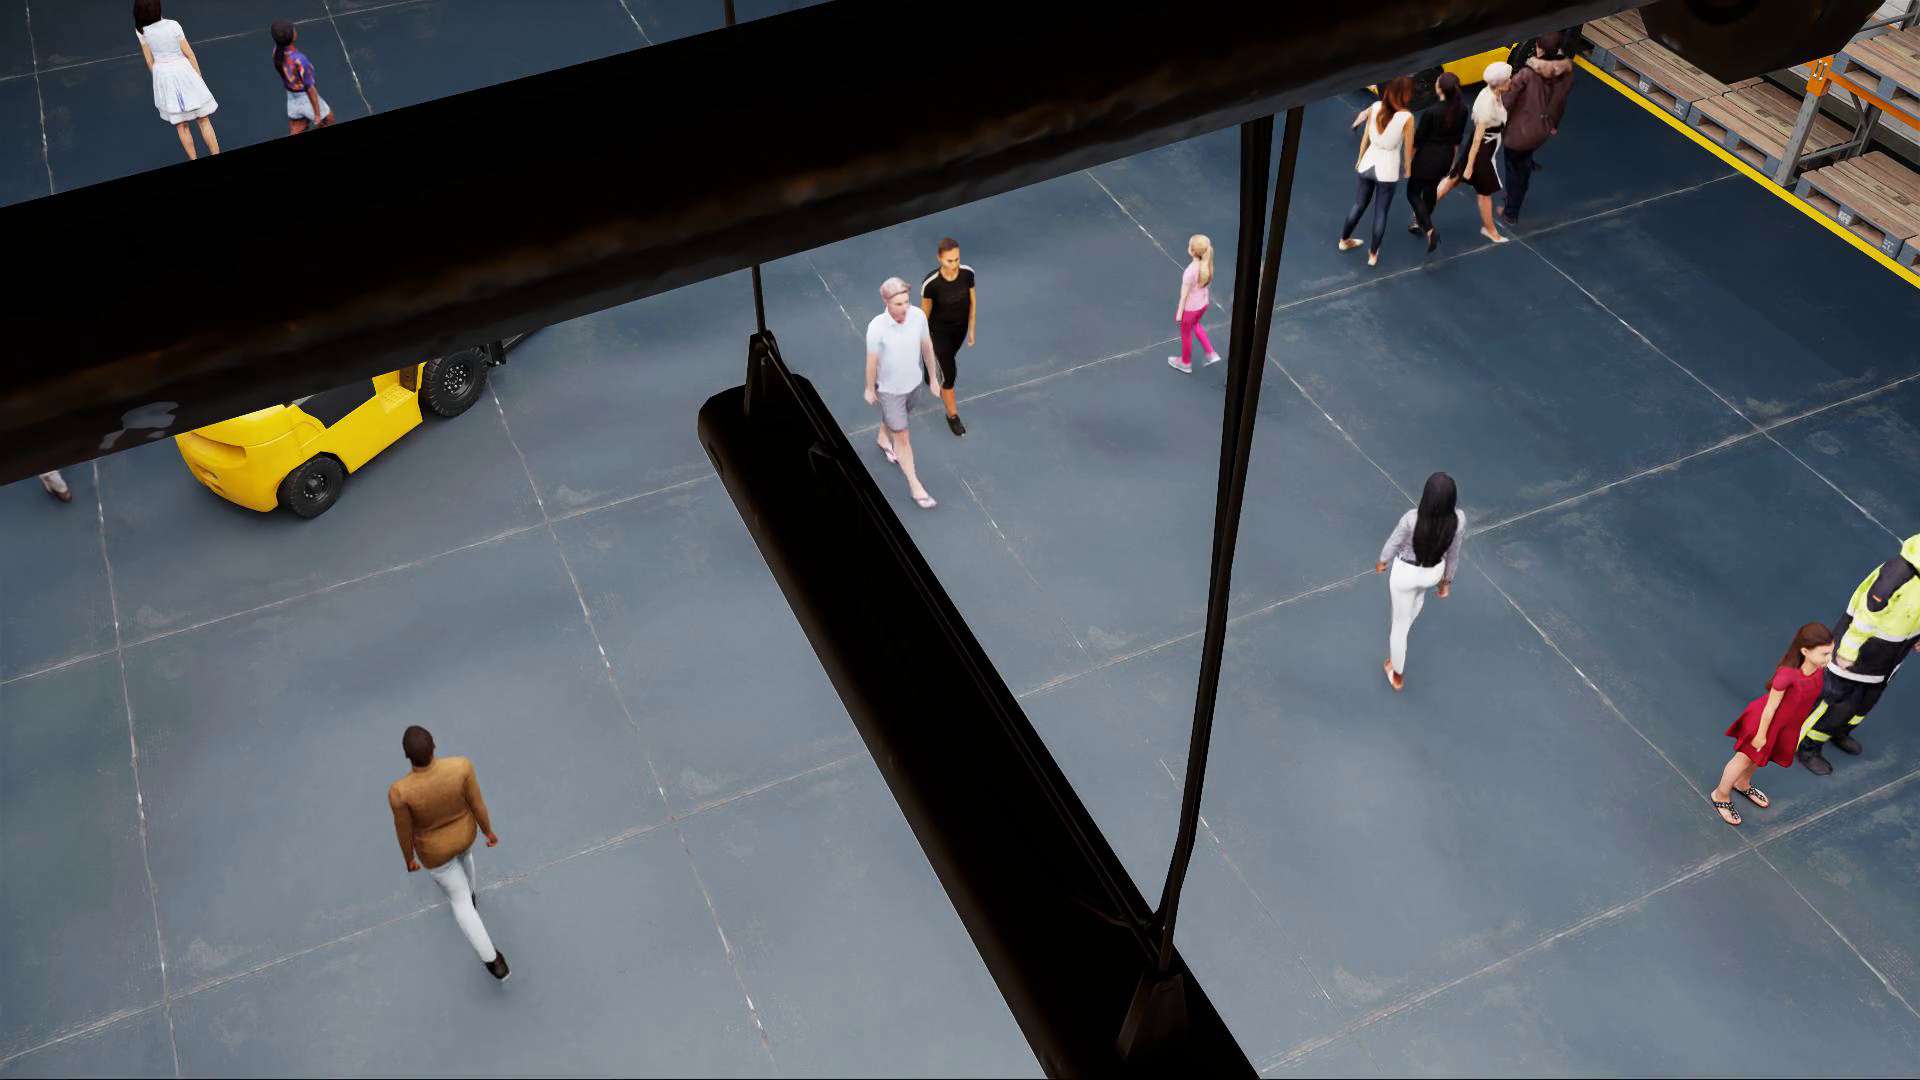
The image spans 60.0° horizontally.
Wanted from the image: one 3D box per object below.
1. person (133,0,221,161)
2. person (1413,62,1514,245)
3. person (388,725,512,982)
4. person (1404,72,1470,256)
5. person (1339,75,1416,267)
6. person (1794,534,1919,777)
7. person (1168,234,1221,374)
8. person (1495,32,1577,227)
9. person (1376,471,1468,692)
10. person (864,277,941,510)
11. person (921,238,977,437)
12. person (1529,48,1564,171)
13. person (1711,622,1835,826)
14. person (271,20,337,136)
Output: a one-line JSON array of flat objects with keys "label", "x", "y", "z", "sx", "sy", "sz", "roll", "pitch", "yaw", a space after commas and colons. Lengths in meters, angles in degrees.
[{"label": "person", "x": -7.174, "y": -4.181, "z": 15.280, "sx": 0.753, "sy": 1.817, "sz": 0.782, "roll": -10, "pitch": 44, "yaw": -10}, {"label": "person", "x": 4.413, "y": -3.352, "z": 14.484, "sx": 1.136, "sy": 1.714, "sz": 1.125, "roll": 11, "pitch": 45, "yaw": 11}, {"label": "person", "x": -2.776, "y": 1.714, "z": 9.117, "sx": 0.783, "sy": 1.781, "sz": 1.201, "roll": -26, "pitch": 49, "yaw": -24}, {"label": "person", "x": 4.114, "y": -3.214, "z": 14.389, "sx": 0.650, "sy": 1.645, "sz": 0.918, "roll": -13, "pitch": 45, "yaw": -13}, {"label": "person", "x": 3.599, "y": -3.123, "z": 14.201, "sx": 0.619, "sy": 1.772, "sz": 0.749, "roll": 25, "pitch": 49, "yaw": 24}, {"label": "person", "x": 5.581, "y": 0.566, "z": 10.187, "sx": 0.812, "sy": 1.969, "sz": 0.691, "roll": -20, "pitch": 47, "yaw": -19}, {"label": "person", "x": 1.915, "y": -1.849, "z": 13.234, "sx": 0.736, "sy": 1.261, "sz": 0.630, "roll": 30, "pitch": 51, "yaw": 28}, {"label": "person", "x": 5.038, "y": -3.587, "z": 14.649, "sx": 0.802, "sy": 1.826, "sz": 0.825, "roll": -12, "pitch": 45, "yaw": -12}, {"label": "person", "x": 2.939, "y": 0.304, "z": 10.654, "sx": 0.794, "sy": 1.703, "sz": 0.999, "roll": -4, "pitch": 44, "yaw": -4}, {"label": "person", "x": -0.489, "y": -1.183, "z": 12.155, "sx": 0.805, "sy": 1.785, "sz": 1.194, "roll": -25, "pitch": 49, "yaw": -24}, {"label": "person", "x": -0.134, "y": -1.671, "z": 12.779, "sx": 0.602, "sy": 1.631, "sz": 1.113, "roll": -20, "pitch": 47, "yaw": -19}, {"label": "person", "x": 5.384, "y": -4.011, "z": 15.492, "sx": 0.544, "sy": 1.277, "sz": 0.560, "roll": -33, "pitch": 53, "yaw": -30}, {"label": "person", "x": 4.883, "y": 1.069, "z": 9.962, "sx": 0.561, "sy": 1.550, "sz": 0.624, "roll": -23, "pitch": 48, "yaw": -22}, {"label": "person", "x": -5.962, "y": -3.829, "z": 14.996, "sx": 1.116, "sy": 1.698, "sz": 1.141, "roll": 16, "pitch": 46, "yaw": 16}]
